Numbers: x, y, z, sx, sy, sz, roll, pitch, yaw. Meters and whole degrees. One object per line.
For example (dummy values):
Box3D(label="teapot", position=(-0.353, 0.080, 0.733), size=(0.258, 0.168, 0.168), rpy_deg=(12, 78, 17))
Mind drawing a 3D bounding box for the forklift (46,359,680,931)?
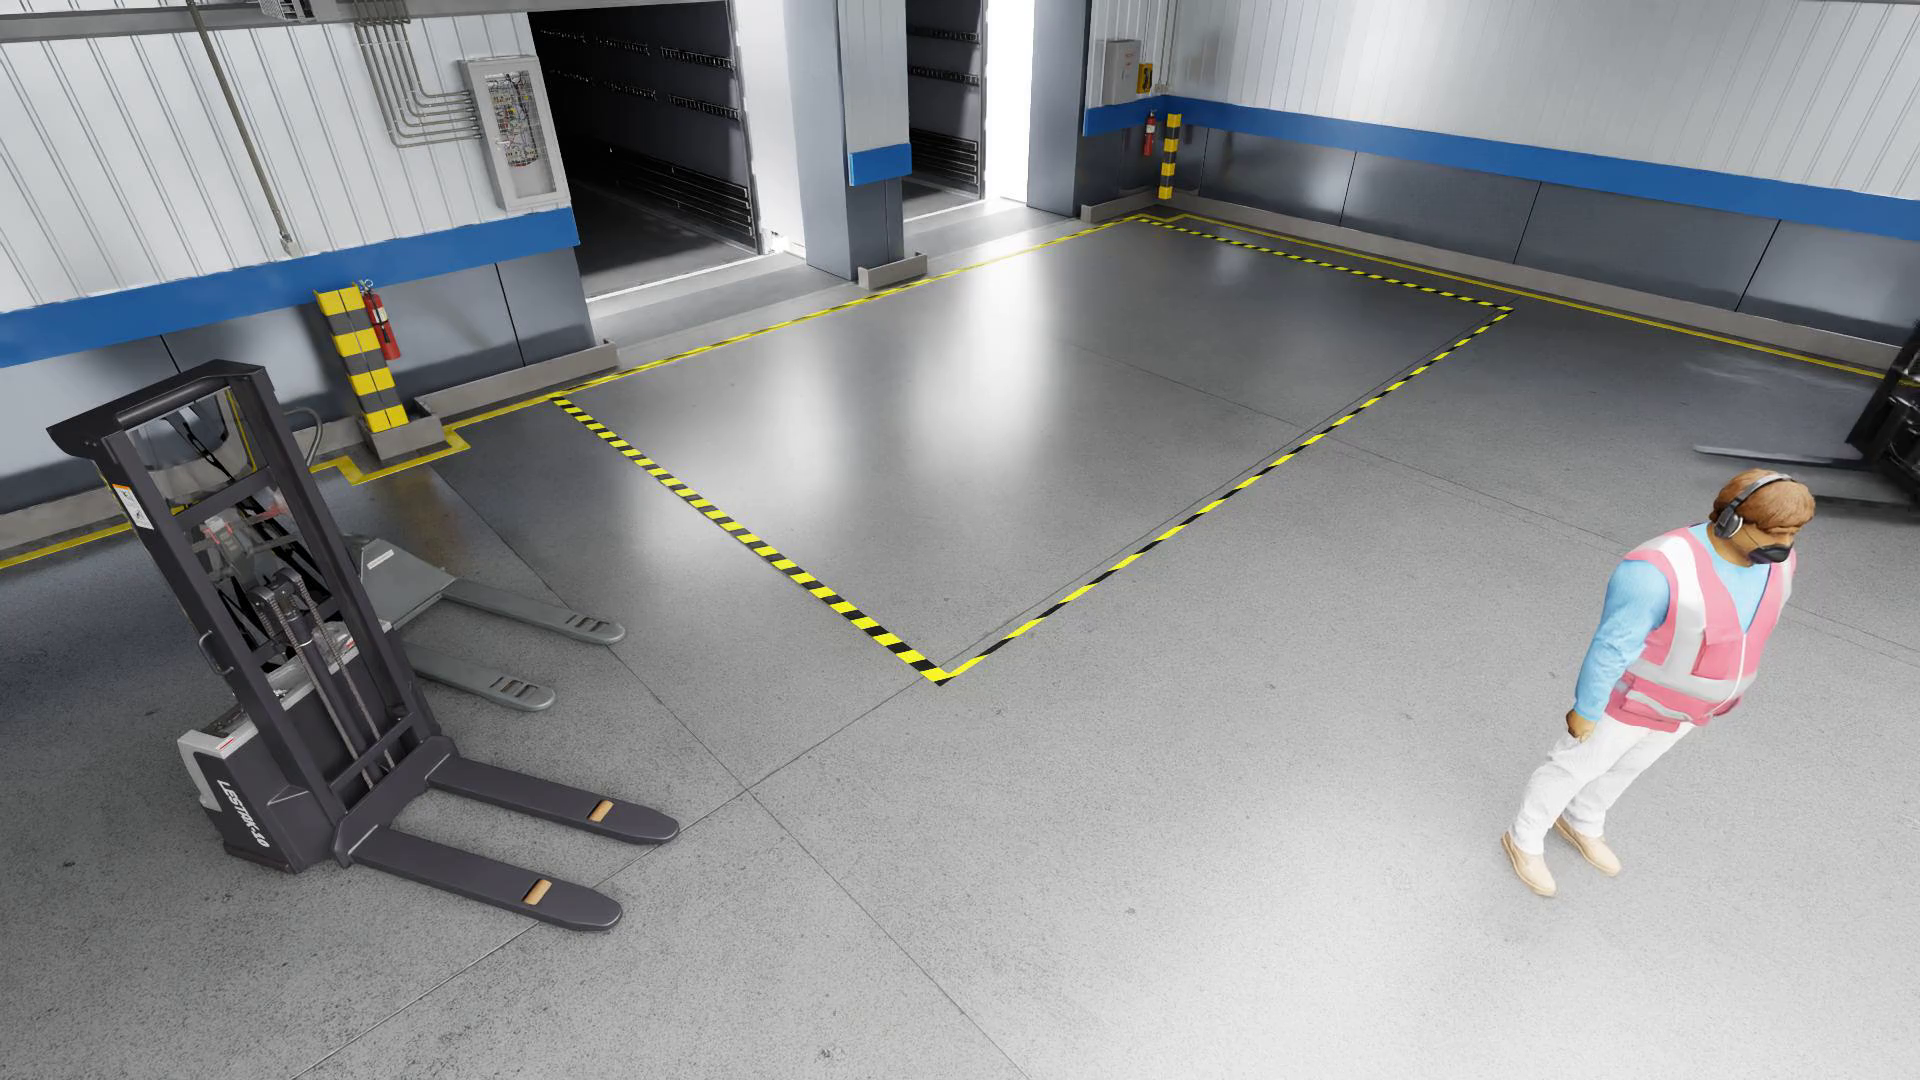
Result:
Box3D(label="forklift", position=(-2.135, 0.422, 3.354), size=(1.885, 1.965, 0.823), rpy_deg=(10, 35, 14))

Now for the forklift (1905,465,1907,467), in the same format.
Box3D(label="forklift", position=(7.388, -1.039, 5.186), size=(2.680, 2.036, 1.157), rpy_deg=(7, 35, 10))

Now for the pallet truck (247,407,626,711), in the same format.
Box3D(label="pallet truck", position=(-2.628, 0.038, 4.590), size=(1.601, 1.201, 0.680), rpy_deg=(12, 36, 18))

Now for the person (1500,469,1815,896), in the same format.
Box3D(label="person", position=(2.478, 0.560, 3.288), size=(0.632, 1.841, 0.429), rpy_deg=(-8, 35, -12))
